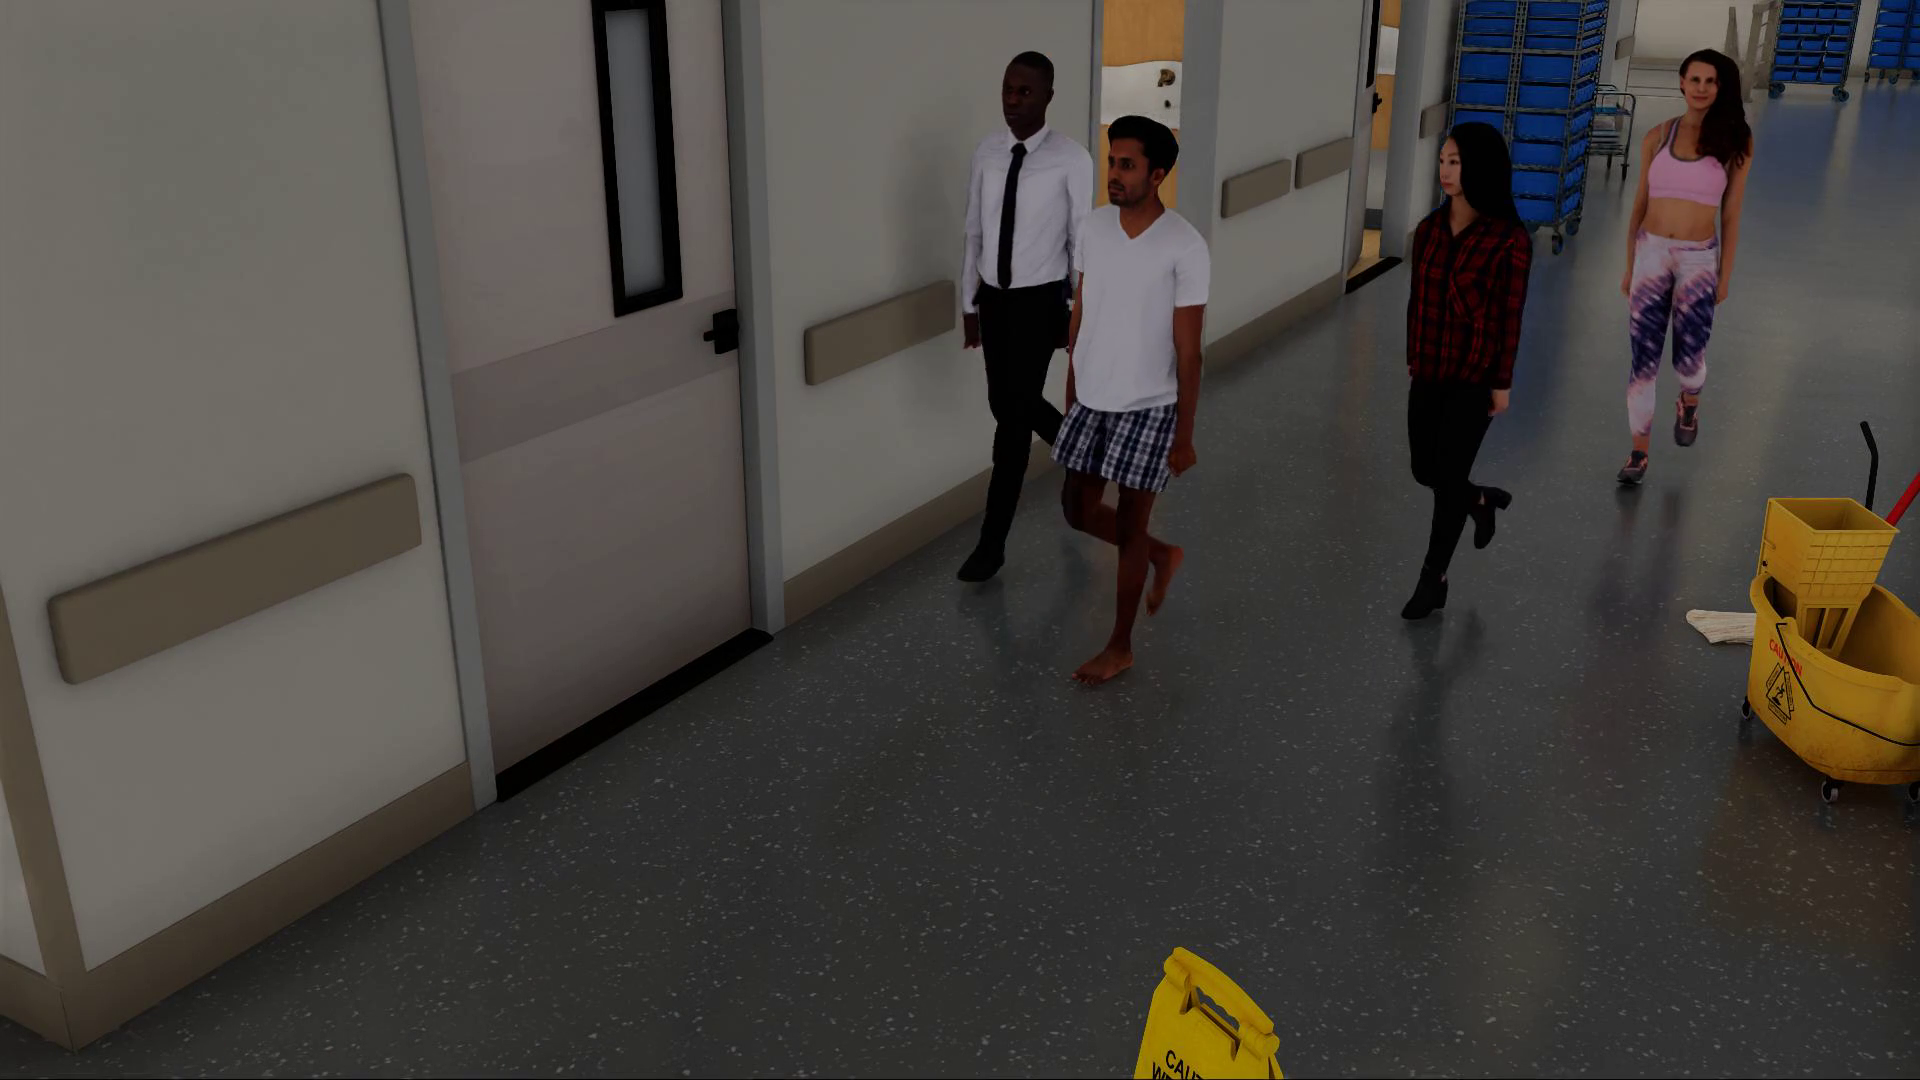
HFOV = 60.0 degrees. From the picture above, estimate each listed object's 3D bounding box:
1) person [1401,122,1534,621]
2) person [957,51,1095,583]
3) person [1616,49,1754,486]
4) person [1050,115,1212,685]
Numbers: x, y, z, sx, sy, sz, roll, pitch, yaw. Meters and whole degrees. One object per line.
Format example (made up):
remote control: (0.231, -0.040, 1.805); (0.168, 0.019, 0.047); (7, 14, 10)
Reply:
person: (1.708, -0.555, 5.559); (0.928, 1.639, 0.740); (-18, 27, -39)
person: (0.286, -0.804, 5.996); (0.680, 1.795, 1.227); (13, 24, 31)
person: (2.964, -1.118, 6.879); (0.587, 1.757, 0.842); (13, 24, 30)
person: (0.566, -0.430, 5.111); (0.922, 1.722, 0.782); (-19, 28, -41)
